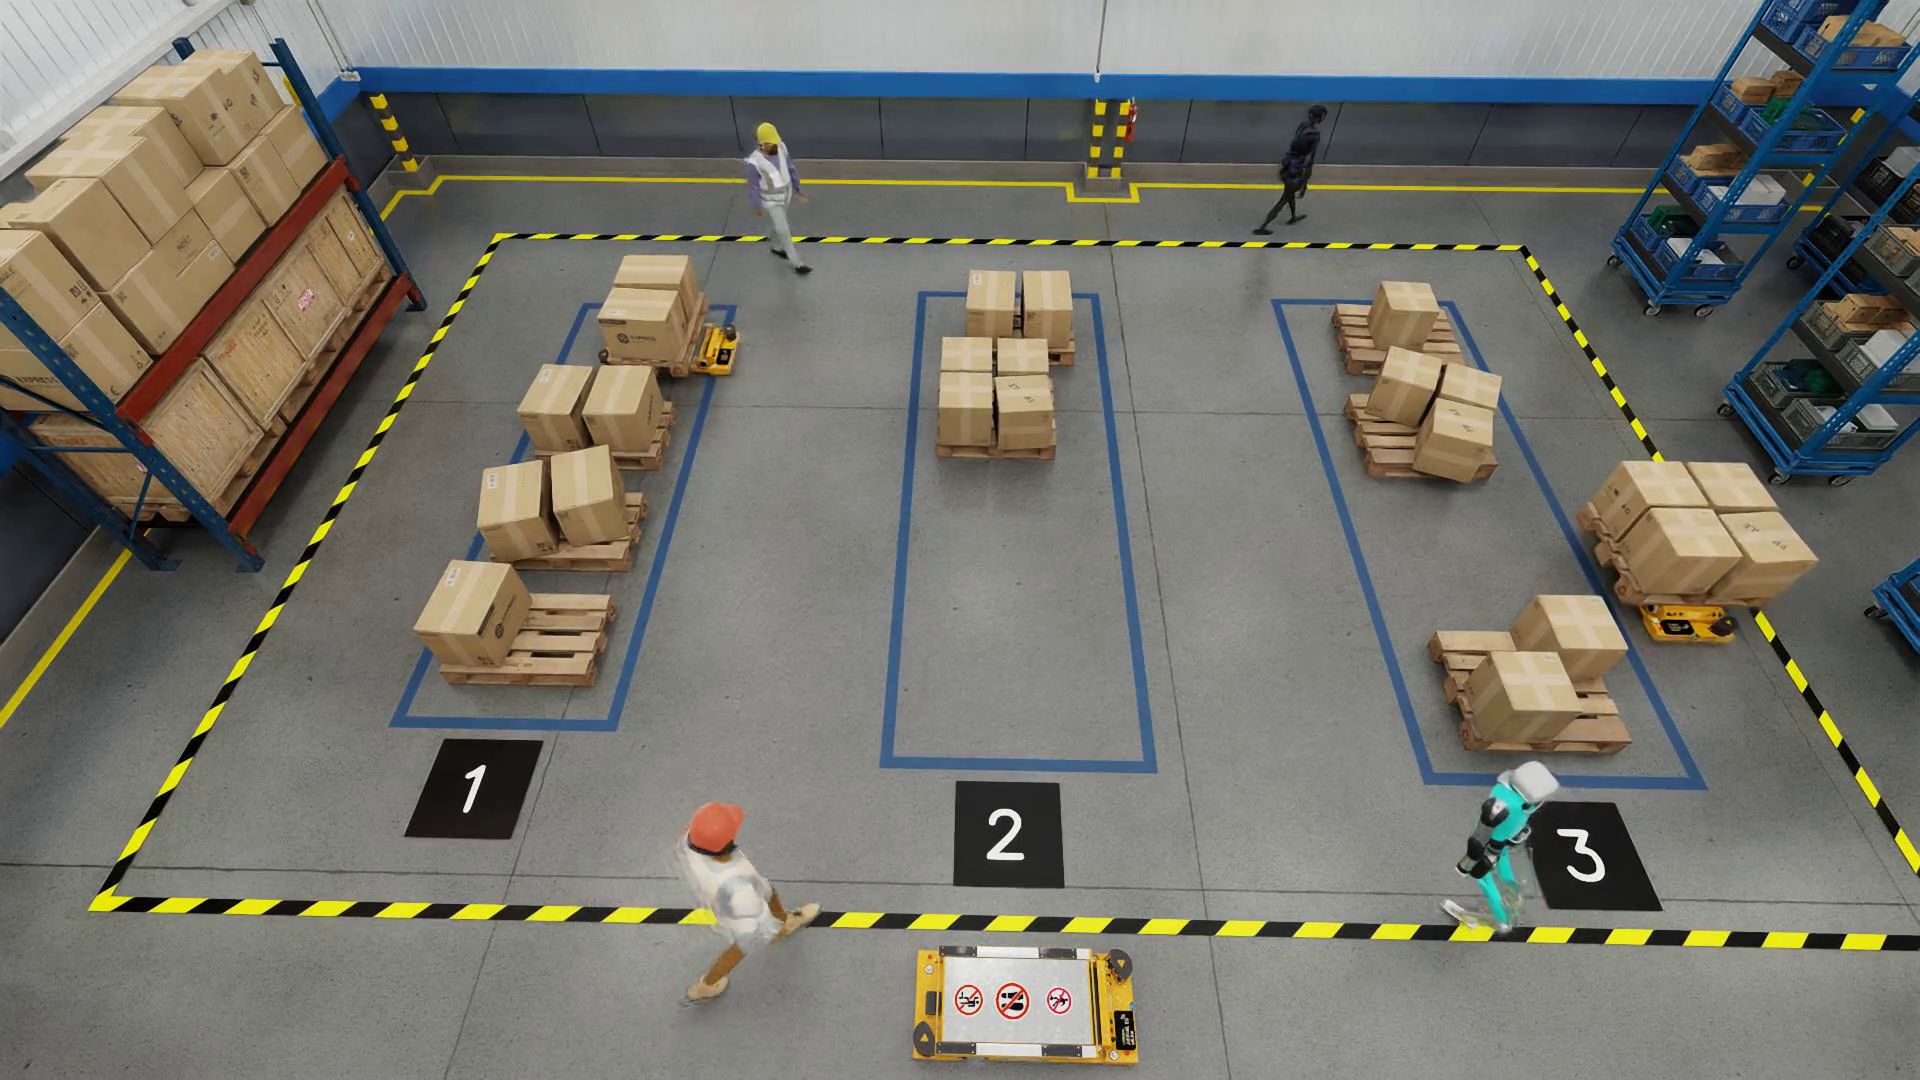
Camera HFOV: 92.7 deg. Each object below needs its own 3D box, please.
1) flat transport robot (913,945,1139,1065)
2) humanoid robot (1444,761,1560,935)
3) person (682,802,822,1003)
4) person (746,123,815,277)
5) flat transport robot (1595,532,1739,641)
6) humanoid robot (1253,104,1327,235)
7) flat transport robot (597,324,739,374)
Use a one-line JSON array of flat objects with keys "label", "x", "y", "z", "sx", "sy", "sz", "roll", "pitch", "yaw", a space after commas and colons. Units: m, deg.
[{"label": "flat transport robot", "x": 0.422, "y": 3.041, "z": 6.007, "sx": 1.431, "sy": 0.231, "sz": 0.659, "roll": 1, "pitch": 51, "yaw": 1}, {"label": "humanoid robot", "x": 3.493, "y": 2.110, "z": 5.848, "sx": 0.536, "sy": 1.811, "sz": 0.815, "roll": -27, "pitch": 56, "yaw": -20}, {"label": "person", "x": -1.411, "y": 2.226, "z": 5.558, "sx": 0.964, "sy": 2.003, "sz": 0.632, "roll": -31, "pitch": 57, "yaw": -23}, {"label": "person", "x": -2.077, "y": -3.997, "z": 10.759, "sx": 0.897, "sy": 1.792, "sz": 0.607, "roll": 26, "pitch": 55, "yaw": 20}, {"label": "flat transport robot", "x": 6.304, "y": 0.258, "z": 8.257, "sx": 0.652, "sy": 0.197, "sz": 1.431, "roll": 1, "pitch": 51, "yaw": 1}, {"label": "humanoid robot", "x": 4.163, "y": -4.559, "z": 11.320, "sx": 0.778, "sy": 1.619, "sz": 0.605, "roll": -8, "pitch": 51, "yaw": -6}, {"label": "flat transport robot", "x": -3.241, "y": -2.144, "z": 10.215, "sx": 1.431, "sy": 0.197, "sz": 0.652, "roll": 1, "pitch": 51, "yaw": 1}]
